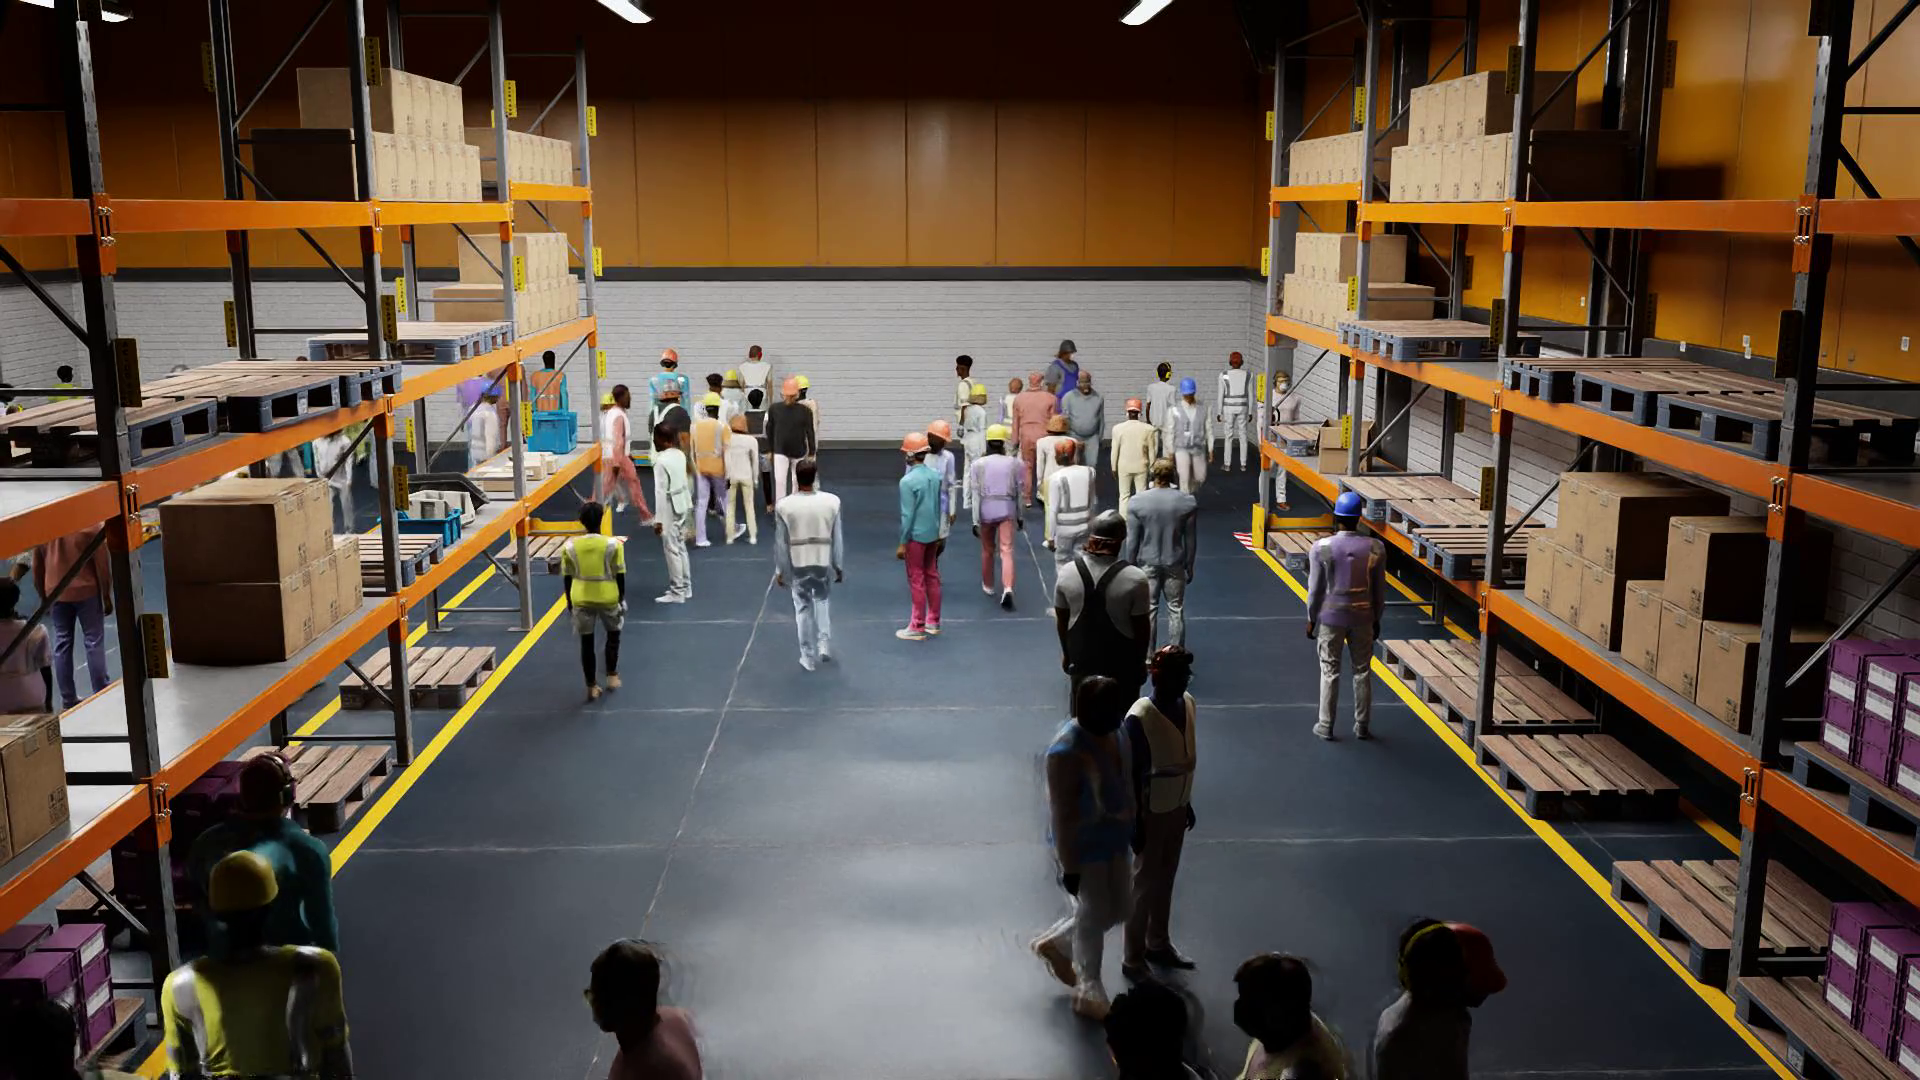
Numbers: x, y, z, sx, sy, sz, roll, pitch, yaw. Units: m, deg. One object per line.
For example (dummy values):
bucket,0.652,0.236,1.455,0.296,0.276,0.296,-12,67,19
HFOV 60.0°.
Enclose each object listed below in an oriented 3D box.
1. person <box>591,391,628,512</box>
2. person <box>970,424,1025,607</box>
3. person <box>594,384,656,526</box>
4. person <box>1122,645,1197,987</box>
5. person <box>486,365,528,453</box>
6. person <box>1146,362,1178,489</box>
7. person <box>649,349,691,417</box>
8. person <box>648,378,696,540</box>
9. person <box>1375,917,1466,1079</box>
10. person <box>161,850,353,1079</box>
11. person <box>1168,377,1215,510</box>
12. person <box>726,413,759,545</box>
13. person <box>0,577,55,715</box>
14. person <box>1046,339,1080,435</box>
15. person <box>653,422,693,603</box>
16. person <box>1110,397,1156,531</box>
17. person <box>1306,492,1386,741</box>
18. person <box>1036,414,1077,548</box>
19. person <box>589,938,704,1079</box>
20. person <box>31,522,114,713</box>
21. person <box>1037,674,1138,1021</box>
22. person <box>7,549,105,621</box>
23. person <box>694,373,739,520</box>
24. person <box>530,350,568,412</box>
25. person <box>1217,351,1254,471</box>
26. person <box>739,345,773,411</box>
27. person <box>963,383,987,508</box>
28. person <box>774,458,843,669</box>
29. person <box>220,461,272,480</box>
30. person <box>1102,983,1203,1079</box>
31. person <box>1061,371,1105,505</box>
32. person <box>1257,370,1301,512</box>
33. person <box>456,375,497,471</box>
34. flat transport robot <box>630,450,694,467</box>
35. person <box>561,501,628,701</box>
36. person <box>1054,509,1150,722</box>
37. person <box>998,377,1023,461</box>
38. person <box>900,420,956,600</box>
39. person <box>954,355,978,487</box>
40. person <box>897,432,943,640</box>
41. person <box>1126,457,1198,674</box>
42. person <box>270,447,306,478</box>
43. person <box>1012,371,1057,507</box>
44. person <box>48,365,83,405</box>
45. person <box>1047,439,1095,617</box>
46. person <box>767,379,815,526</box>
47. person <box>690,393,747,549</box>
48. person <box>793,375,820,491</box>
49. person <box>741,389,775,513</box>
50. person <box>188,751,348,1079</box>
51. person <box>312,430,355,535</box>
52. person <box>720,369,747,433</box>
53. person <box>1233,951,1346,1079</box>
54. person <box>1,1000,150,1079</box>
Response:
person,-4.686,-1.158,22.293,0.478,1.698,0.831,5,12,25
person,0.400,-0.273,17.409,0.592,1.888,0.991,-1,11,-7
person,-4.393,-1.084,21.505,1.008,1.874,0.596,-4,12,-20
person,1.056,1.445,8.887,0.375,1.840,0.570,9,14,37
person,-7.425,-2.274,27.373,0.643,1.910,0.400,0,11,0
person,2.973,-1.680,24.488,0.521,1.870,0.319,9,14,37
person,-4.295,-1.811,24.708,0.609,2.044,0.394,0,11,0
person,-3.576,-1.032,20.808,0.715,2.000,0.548,10,15,40
person,1.523,2.101,5.606,0.517,1.841,0.544,9,14,38
person,-2.440,2.023,5.816,0.597,1.911,0.710,-2,11,-10
person,3.052,-1.217,22.059,0.614,1.918,0.635,0,11,0
person,-2.720,-0.748,20.418,0.506,1.631,0.292,-1,11,-3
person,-6.332,1.078,11.107,0.557,1.684,0.367,-8,14,-34
person,1.659,-2.299,27.158,0.748,2.000,0.689,9,15,39
person,-3.007,-0.289,17.428,0.395,1.909,0.597,2,11,10
person,2.181,-0.924,20.986,0.573,1.749,0.342,0,11,1
person,2.976,0.596,12.873,0.605,1.949,0.402,0,11,0
person,1.176,-0.715,20.238,0.501,1.633,0.285,0,11,0
person,-0.886,2.166,5.122,0.510,1.910,0.738,-1,11,-5
person,-7.222,0.435,13.591,0.613,1.985,0.402,0,11,0
person,0.649,1.542,8.439,0.496,1.824,0.635,8,14,34
person,-9.195,-0.110,16.617,1.043,1.868,0.556,-3,12,-14
person,-3.255,-1.276,22.287,0.640,1.928,0.924,-2,11,-10
person,-6.387,-1.989,25.912,0.590,1.919,0.394,2,11,8
person,4.328,-2.021,26.156,0.575,1.885,0.361,0,11,0
person,-3.411,-2.333,27.841,0.565,1.837,0.396,0,11,0
person,0.232,-1.271,22.761,0.320,1.740,0.491,-7,13,-30
person,-1.356,0.219,14.858,0.616,1.907,0.454,-4,12,-18
person,-7.695,-0.335,18.031,0.564,1.752,0.339,0,11,0
person,0.660,2.200,4.971,1.002,1.901,0.621,-1,11,-4
person,1.711,-1.461,23.404,0.656,1.880,0.809,-2,11,-8
person,4.341,-1.347,22.667,0.629,1.930,0.378,-3,12,-14
person,-7.239,-1.811,24.999,0.589,1.928,0.385,0,11,0
flat transport robot,-4.943,-1.307,26.639,1.431,0.197,0.652,0,11,-2
person,-3.067,0.492,14.048,0.557,1.674,0.593,0,11,-2
person,1.031,0.784,11.698,0.684,2.000,0.536,5,12,25
person,0.810,-1.605,24.732,0.515,1.620,0.516,1,11,7
person,-0.383,-0.350,17.758,0.659,1.898,0.737,-4,12,-19
person,0.095,-1.763,24.660,0.371,1.966,0.608,3,12,15
person,-0.399,-0.041,15.951,0.396,1.992,0.622,7,13,32
person,1.779,0.227,14.748,0.629,1.940,0.378,0,11,0
person,-9.559,-1.422,23.652,0.820,1.690,0.517,-1,11,-5
person,1.047,-1.377,22.903,0.693,1.894,0.391,5,12,22
person,-13.866,-1.869,25.877,0.535,1.694,0.321,0,11,0
person,1.130,-0.097,16.574,0.684,1.858,0.595,-8,14,-34
person,-2.192,-1.116,21.499,0.646,1.921,1.104,0,11,0
person,-3.001,-0.870,20.395,0.589,1.868,0.982,4,12,20
person,-2.082,-1.219,22.032,0.388,1.927,0.589,7,13,30
person,-2.744,-1.194,22.484,0.535,1.697,0.321,0,11,0
person,-2.853,1.800,6.991,0.664,1.883,0.686,1,11,6
person,-7.497,-0.677,19.900,0.506,1.692,0.907,-1,11,-3
person,-3.457,-1.732,25.149,0.487,1.711,0.854,-1,11,-5
person,1.161,2.176,5.321,0.747,1.816,0.642,2,11,8
person,-2.693,2.206,5.000,0.608,1.874,0.966,-9,14,-39
